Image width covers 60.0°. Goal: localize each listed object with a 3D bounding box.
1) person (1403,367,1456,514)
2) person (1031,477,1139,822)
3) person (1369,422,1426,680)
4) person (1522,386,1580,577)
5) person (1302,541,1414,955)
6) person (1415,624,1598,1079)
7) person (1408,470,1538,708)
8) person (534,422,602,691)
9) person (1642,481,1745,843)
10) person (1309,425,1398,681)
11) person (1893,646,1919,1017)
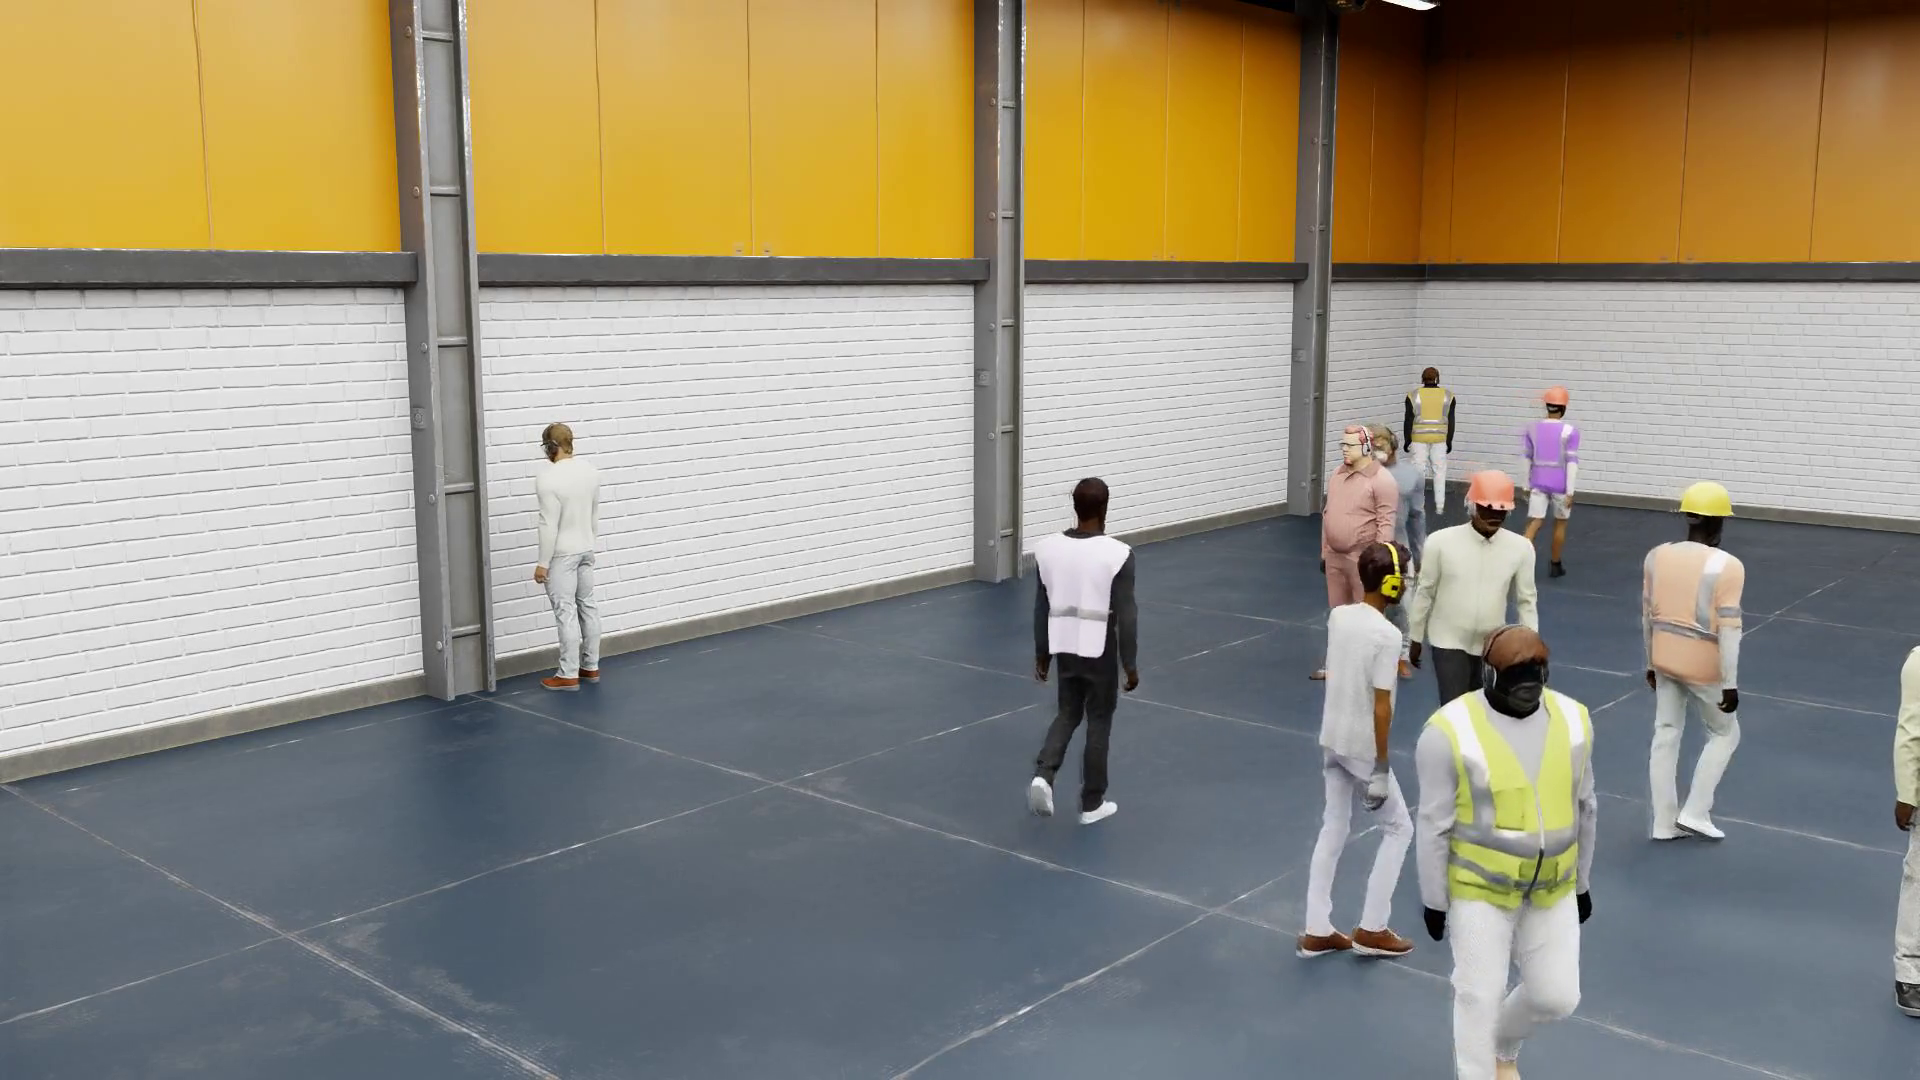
[{"bbox_3d":[5.840,-1.235,20.753,0.624,1.838,0.430,1,9,6],"label":"person"},{"bbox_3d":[0.652,0.614,8.949,0.601,1.905,0.542,6,11,34],"label":"person"},{"bbox_3d":[3.094,0.097,12.138,0.661,1.915,0.494,0,9,-1],"label":"person"},{"bbox_3d":[5.712,-0.543,16.187,0.548,1.915,0.831,8,12,41],"label":"person"},{"bbox_3d":[1.767,0.916,7.236,0.603,1.840,0.562,-4,10,-25],"label":"person"},{"bbox_3d":[1.855,1.172,5.675,0.645,1.824,0.457,-1,9,-8],"label":"person"},{"bbox_3d":[2.814,0.584,9.019,0.644,1.925,1.081,0,9,-2],"label":"person"},{"bbox_3d":[-2.827,0.117,11.961,0.371,1.935,0.627,4,10,25],"label":"person"},{"bbox_3d":[3.855,0.645,8.691,0.500,1.912,0.611,-5,10,-29],"label":"person"},{"bbox_3d":[2.832,0.122,12.012,0.410,1.909,0.643,-6,11,-31],"label":"person"},{"bbox_3d":[4.049,1.013,6.647,0.586,1.835,0.403,1,9,8],"label":"person"}]
